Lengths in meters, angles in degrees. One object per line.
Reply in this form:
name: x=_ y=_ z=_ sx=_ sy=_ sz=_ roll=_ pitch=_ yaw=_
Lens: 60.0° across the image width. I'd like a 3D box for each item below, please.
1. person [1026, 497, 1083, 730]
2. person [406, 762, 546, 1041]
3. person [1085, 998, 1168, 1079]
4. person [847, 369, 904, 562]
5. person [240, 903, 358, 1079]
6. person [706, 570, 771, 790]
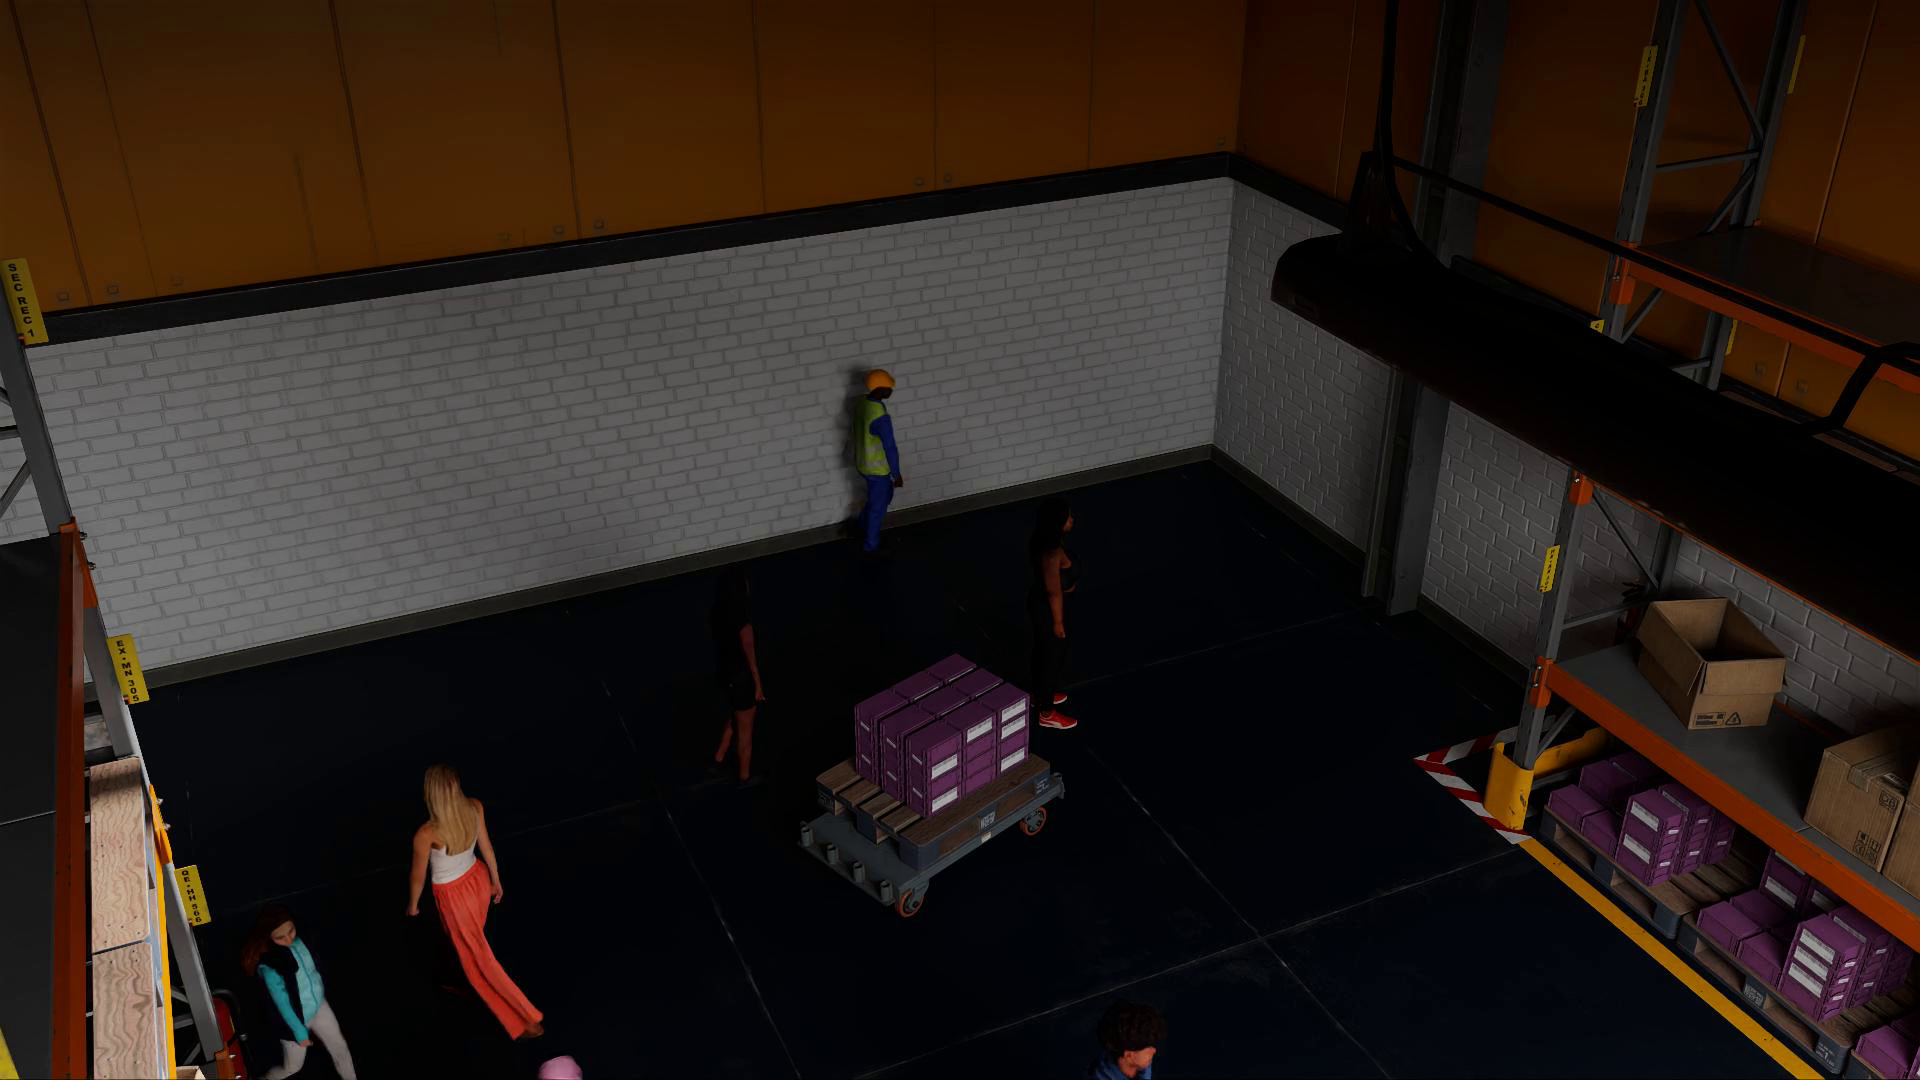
person: x=0.657 y=0.504 z=12.113 sx=0.785 sy=1.816 sz=0.640 roll=-5 pitch=29 yaw=-8
person: x=-2.717 y=2.064 z=9.307 sx=1.273 sy=1.763 sz=1.072 roll=16 pitch=33 yaw=27
person: x=0.708 y=2.881 z=7.767 sx=0.856 sy=1.806 sz=0.829 roll=23 pitch=36 yaw=36
person: x=-0.798 y=-0.609 z=14.178 sx=0.707 sy=1.792 sz=0.612 roll=-14 pitch=31 yaw=-23
person: x=-3.575 y=2.502 z=8.812 sx=0.948 sy=1.470 sz=0.949 roll=5 pitch=29 yaw=8
person: x=-1.582 y=0.994 z=11.303 sx=0.737 sy=1.731 sz=0.678 roll=-20 pitch=35 yaw=-33
